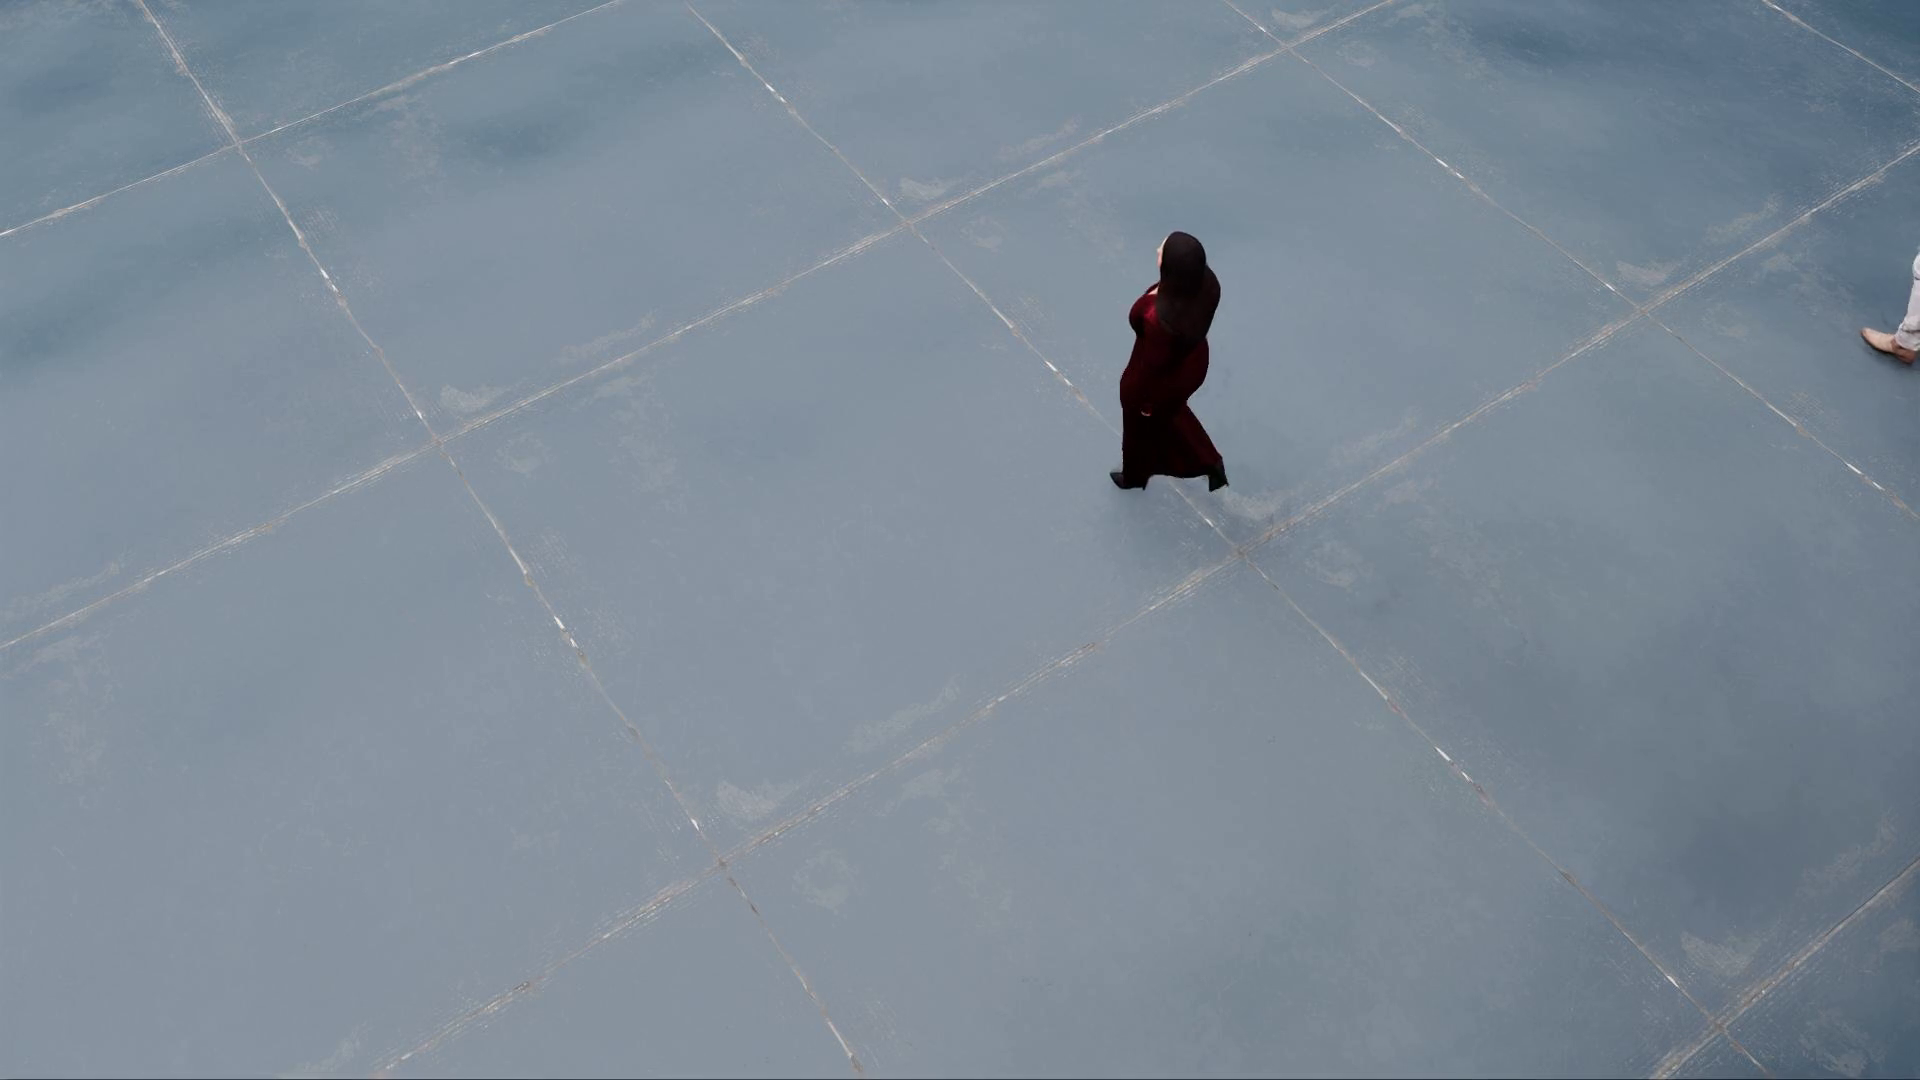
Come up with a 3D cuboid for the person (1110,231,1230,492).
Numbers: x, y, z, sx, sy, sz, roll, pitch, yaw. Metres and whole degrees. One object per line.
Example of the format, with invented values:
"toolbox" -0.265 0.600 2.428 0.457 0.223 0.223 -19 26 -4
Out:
"person" 1.056 -0.755 7.895 0.948 1.742 0.817 30 58 21
